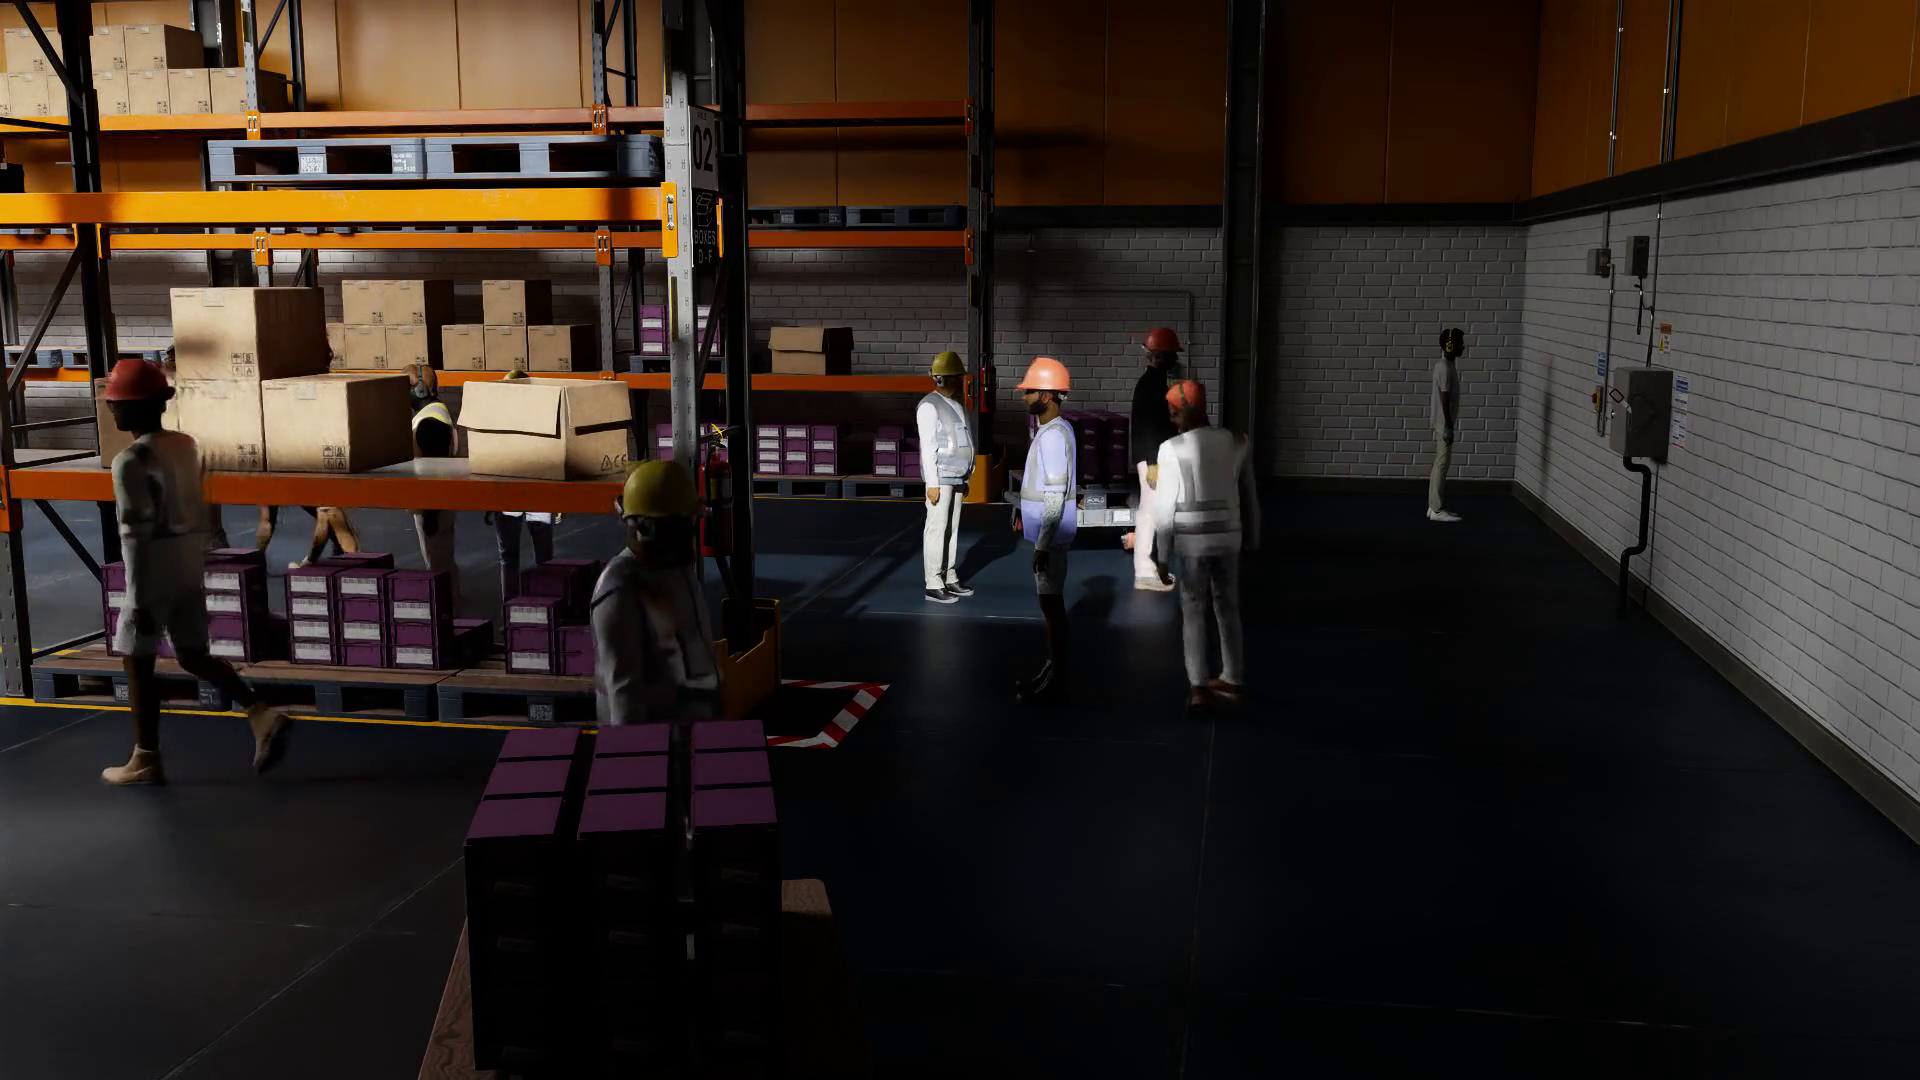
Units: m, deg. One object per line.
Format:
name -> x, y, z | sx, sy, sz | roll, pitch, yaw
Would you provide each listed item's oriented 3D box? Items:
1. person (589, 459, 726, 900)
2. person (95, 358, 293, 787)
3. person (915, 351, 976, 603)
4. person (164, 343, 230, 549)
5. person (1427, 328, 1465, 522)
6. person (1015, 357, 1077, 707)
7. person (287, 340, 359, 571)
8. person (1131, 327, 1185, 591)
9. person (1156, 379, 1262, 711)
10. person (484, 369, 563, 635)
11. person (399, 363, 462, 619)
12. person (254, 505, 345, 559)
person -> -0.956, 0.638, 5.396 | 0.425, 1.816, 0.599 | 2, 9, 12
person -> -3.611, 0.168, 7.705 | 0.825, 2.025, 0.609 | 2, 9, 10
person -> -0.089, -0.466, 12.217 | 0.403, 1.833, 0.586 | 4, 10, 23
person -> -5.405, -0.441, 11.737 | 0.631, 1.940, 0.372 | 7, 11, 37
person -> 4.733, -1.116, 16.139 | 0.318, 1.870, 0.531 | 2, 9, 11
person -> 0.477, -0.044, 9.262 | 0.348, 1.943, 0.545 | 1, 9, 3
person -> -4.788, -0.582, 12.513 | 1.126, 1.970, 0.628 | 6, 11, 35
person -> 1.498, -0.622, 12.684 | 0.395, 1.992, 0.622 | 2, 9, 10
person -> 1.367, 0.032, 9.149 | 0.647, 1.844, 0.616 | -2, 9, -14
person -> -2.892, -0.239, 11.007 | 0.533, 1.772, 0.298 | -3, 10, -19
person -> -3.403, -0.214, 10.676 | 0.430, 1.835, 0.621 | -4, 10, -22
person -> -5.337, -0.649, 13.209 | 1.011, 1.886, 0.566 | -2, 9, -15
